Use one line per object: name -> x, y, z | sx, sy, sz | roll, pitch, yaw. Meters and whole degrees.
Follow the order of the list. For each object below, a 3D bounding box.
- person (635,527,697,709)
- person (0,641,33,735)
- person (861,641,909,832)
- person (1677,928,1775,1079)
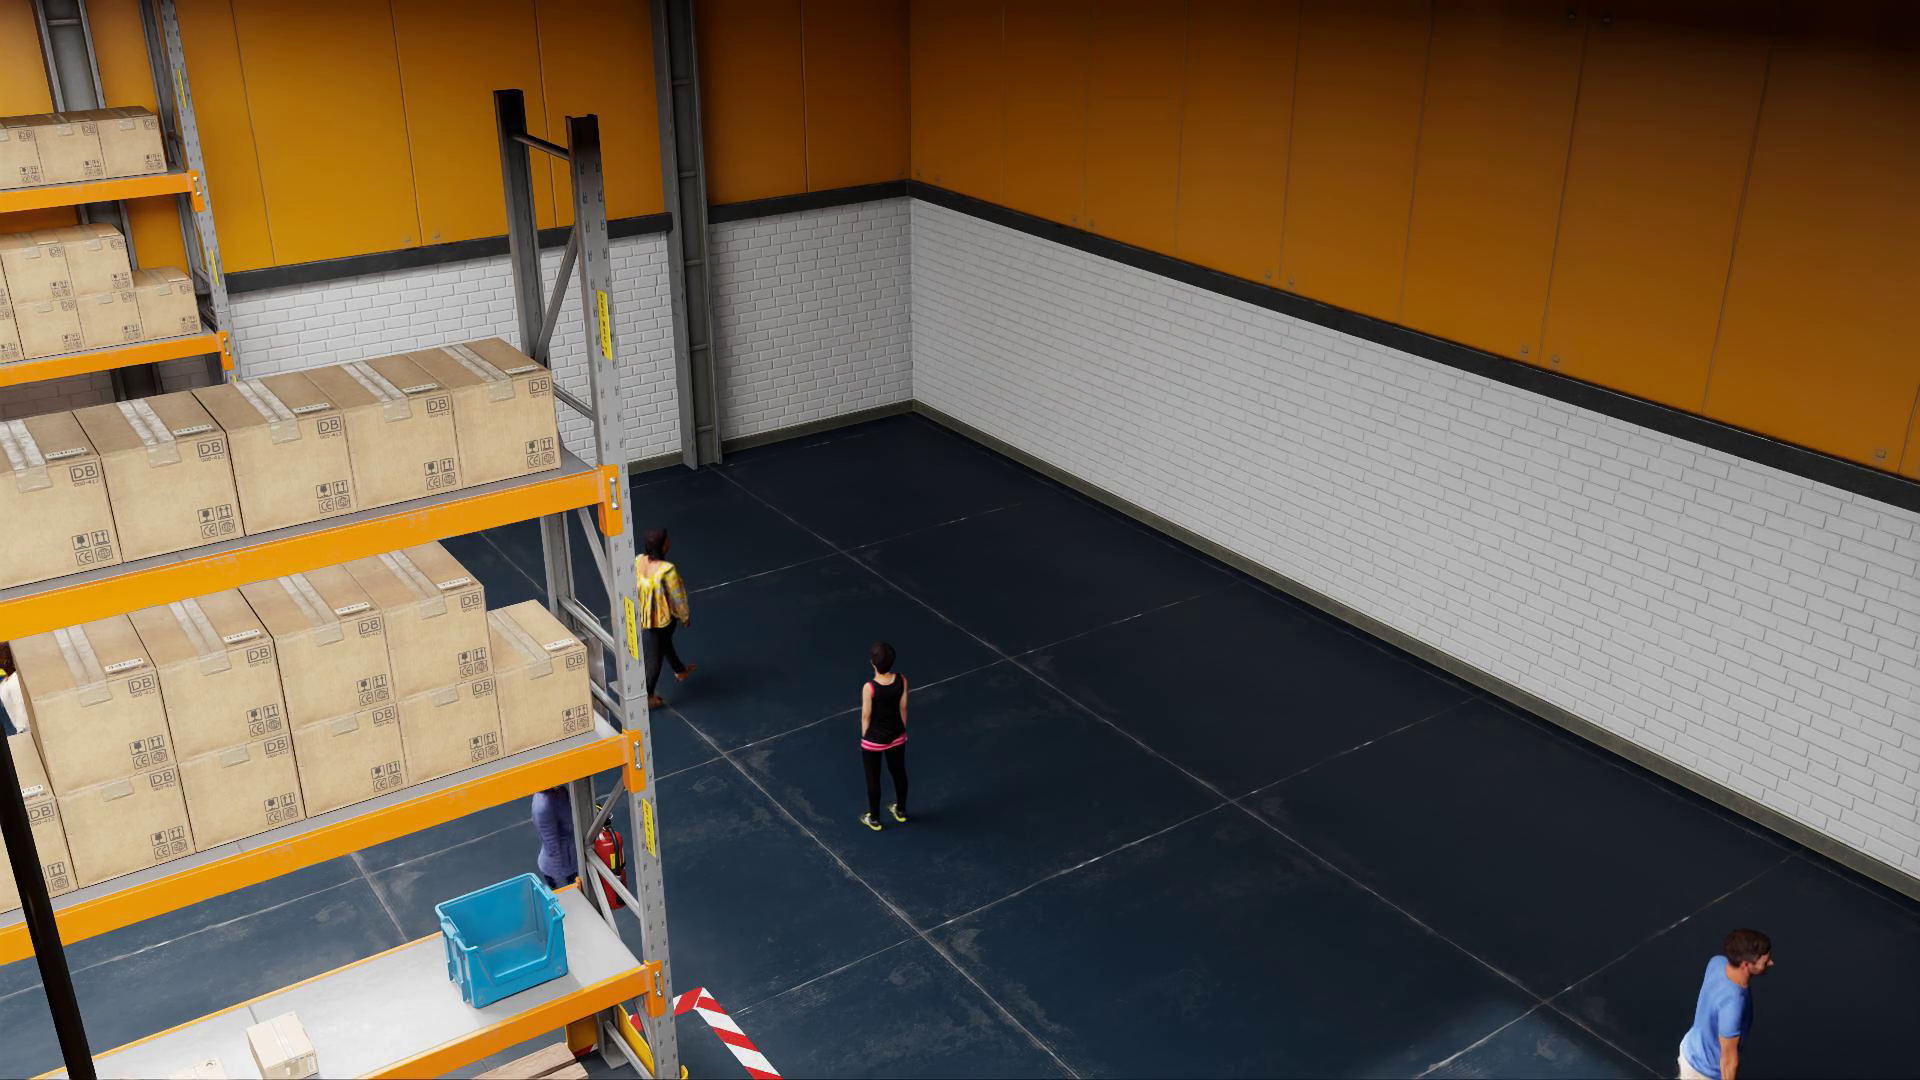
person -> -2.688, 0.712, 14.466 | 0.867, 1.616, 1.084 | 18, 29, 35
person -> -6.995, 1.435, 12.761 | 0.721, 1.657, 0.639 | -14, 27, -29
person -> -0.581, 1.488, 12.772 | 0.451, 1.552, 0.603 | -14, 27, -28
person -> 4.116, 2.892, 9.176 | 0.843, 1.860, 0.761 | 6, 24, 14
